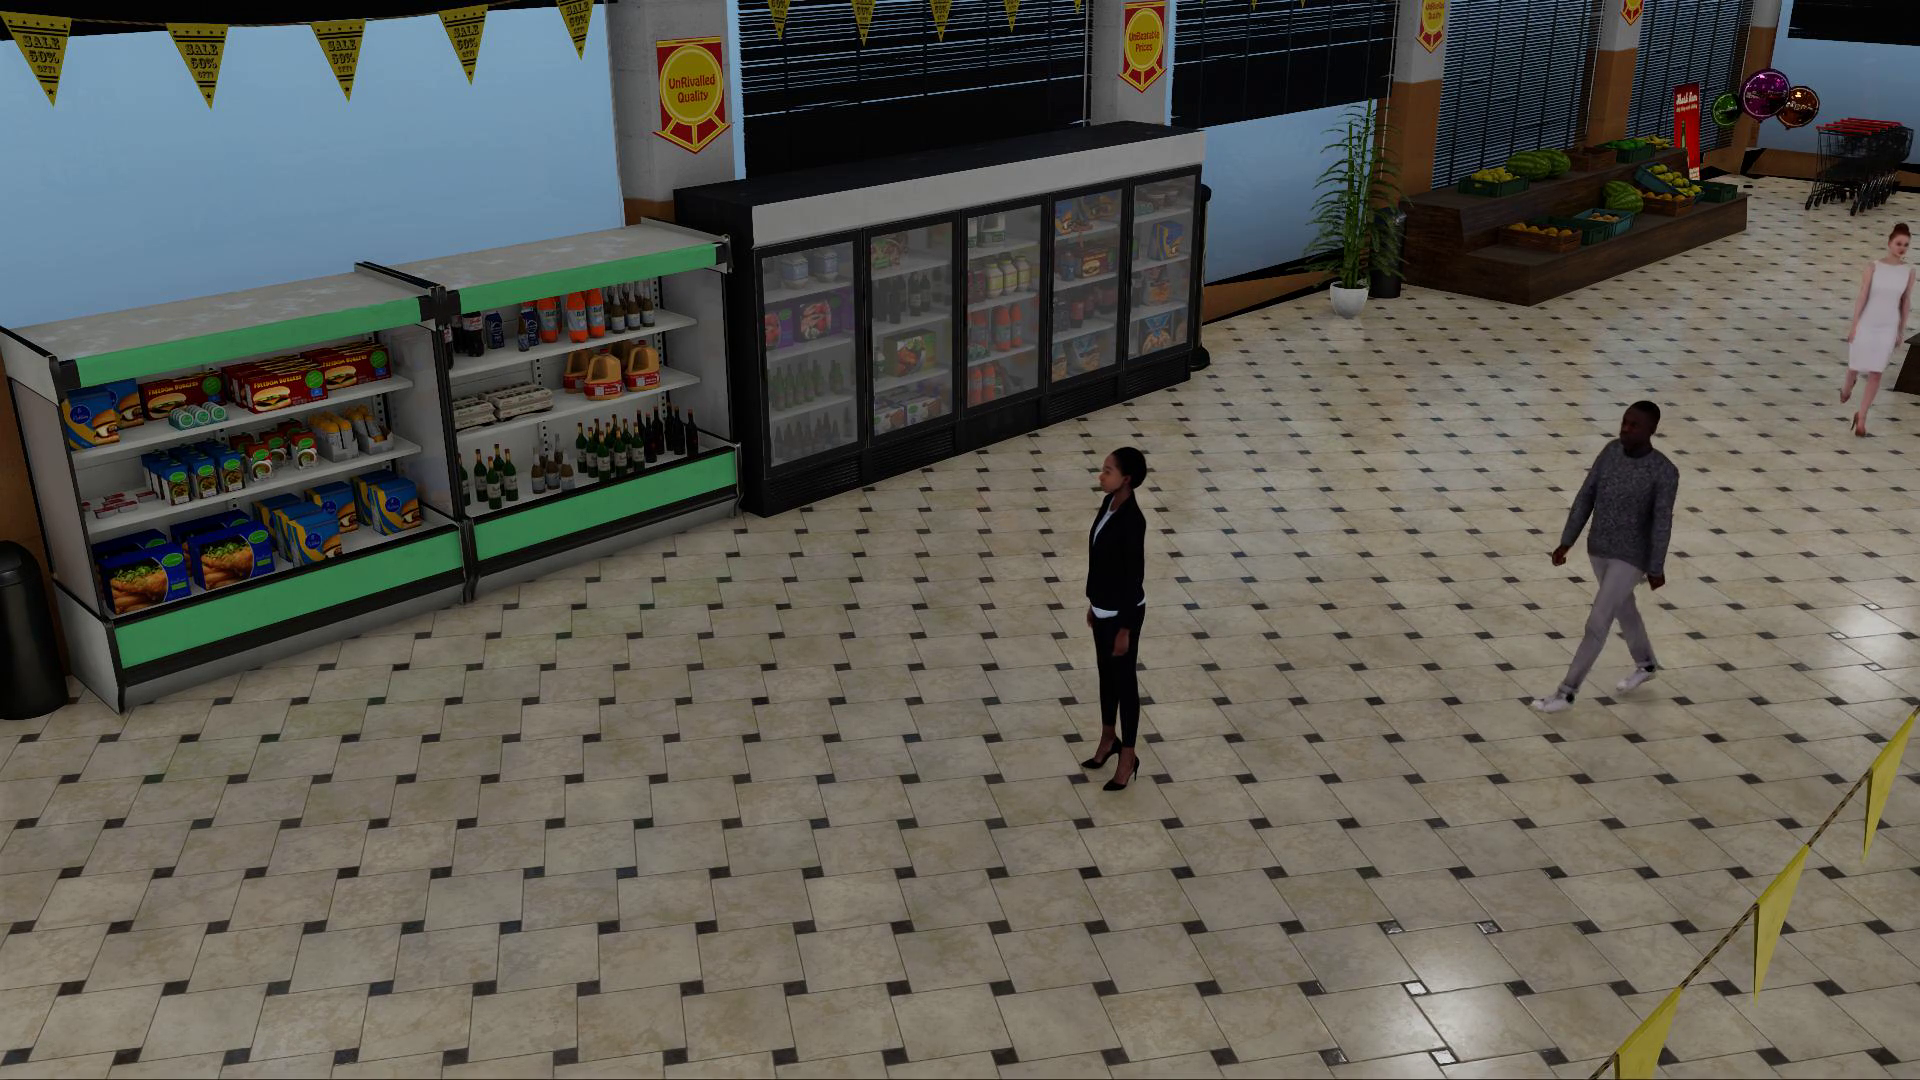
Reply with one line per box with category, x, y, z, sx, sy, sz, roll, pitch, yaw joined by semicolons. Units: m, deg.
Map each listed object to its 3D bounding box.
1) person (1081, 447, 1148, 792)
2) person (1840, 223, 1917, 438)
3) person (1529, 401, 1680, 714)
person;0.793;0.398;8.421;0.674;1.834;0.678;-6;23;-16
person;7.594;-1.745;13.834;0.807;1.776;0.925;5;23;13
person;3.738;0.096;9.240;1.294;1.784;1.012;-9;23;-21
